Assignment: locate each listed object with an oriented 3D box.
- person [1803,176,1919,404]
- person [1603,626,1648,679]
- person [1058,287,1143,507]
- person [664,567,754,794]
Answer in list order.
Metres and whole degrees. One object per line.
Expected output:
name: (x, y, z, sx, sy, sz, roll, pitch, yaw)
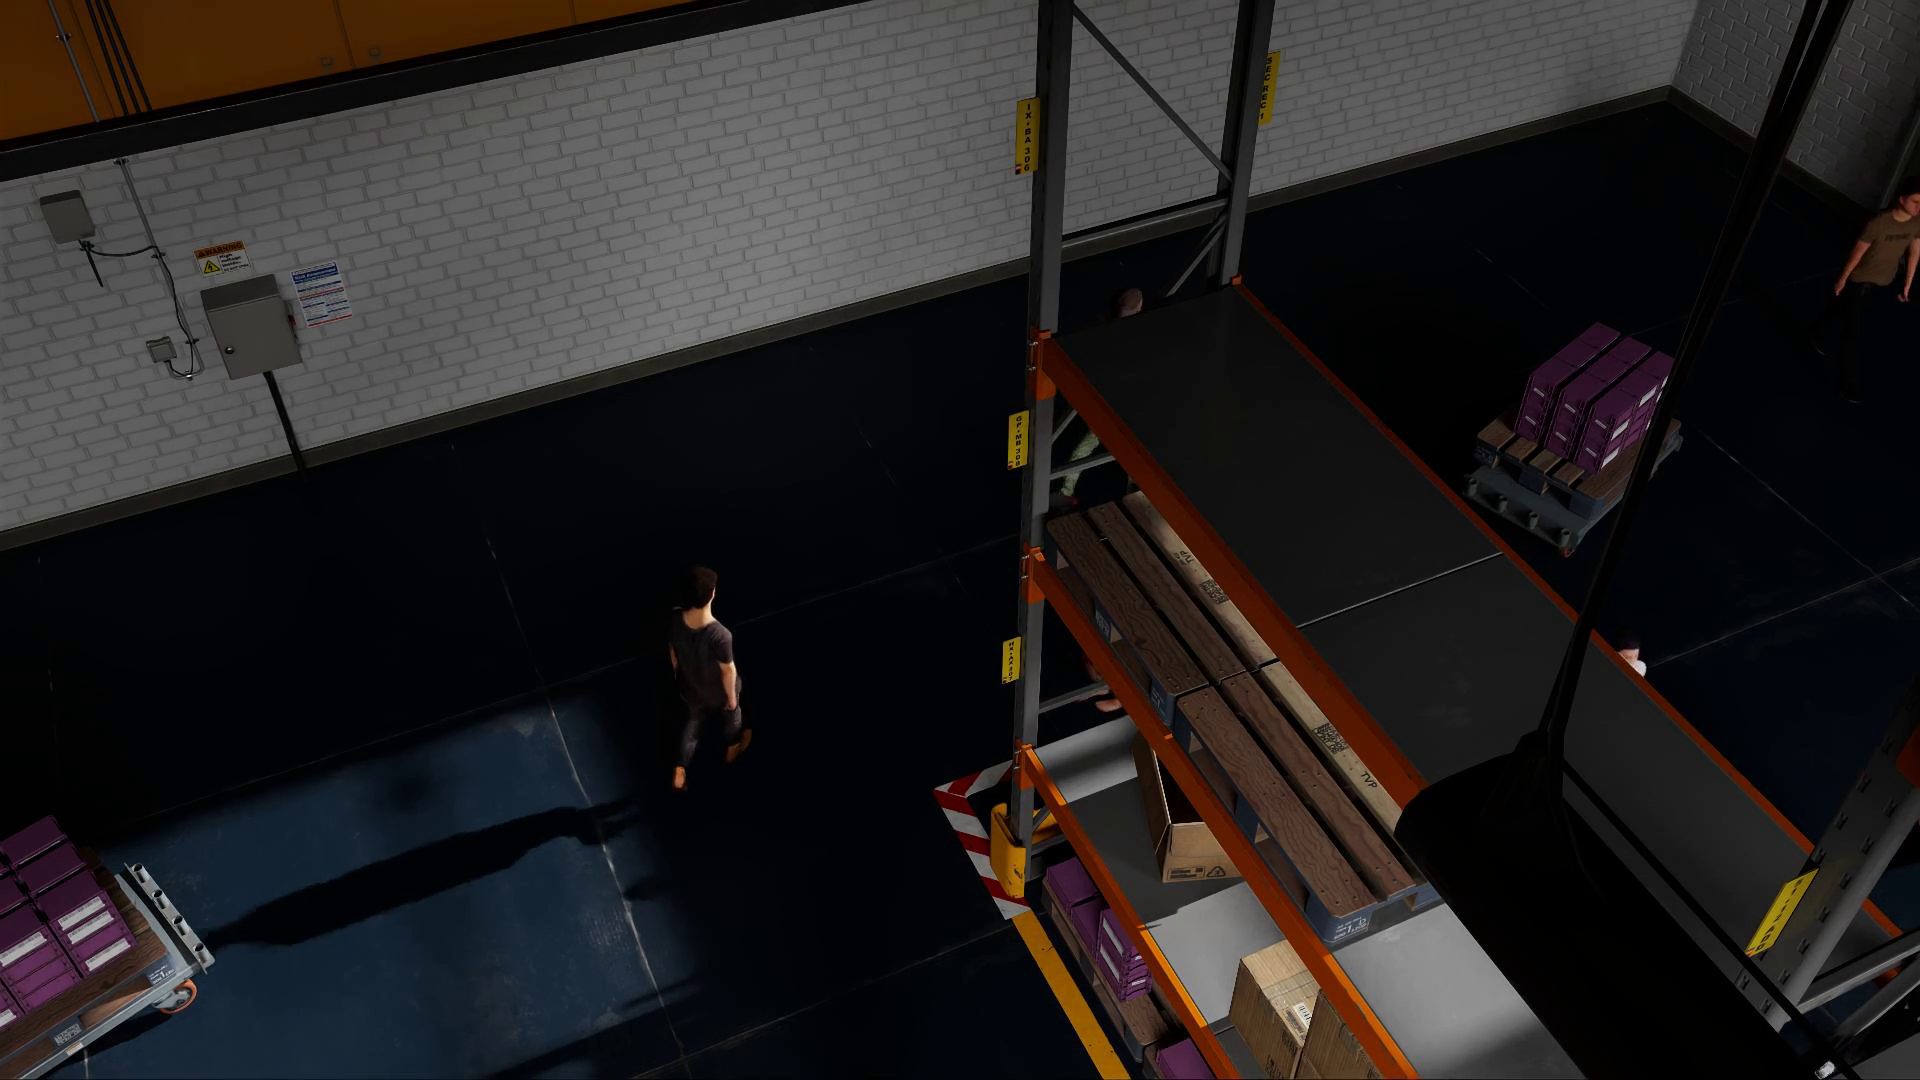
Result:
person: (7.111, -2.094, 13.094, 0.914, 1.805, 1.323, -7, 44, -7)
person: (3.683, 1.061, 9.903, 0.757, 1.637, 1.159, -11, 45, -11)
person: (1.029, -0.983, 11.891, 1.242, 1.855, 1.034, 33, 52, 30)
person: (-1.571, 0.889, 10.041, 1.022, 1.696, 1.051, 17, 46, 18)
